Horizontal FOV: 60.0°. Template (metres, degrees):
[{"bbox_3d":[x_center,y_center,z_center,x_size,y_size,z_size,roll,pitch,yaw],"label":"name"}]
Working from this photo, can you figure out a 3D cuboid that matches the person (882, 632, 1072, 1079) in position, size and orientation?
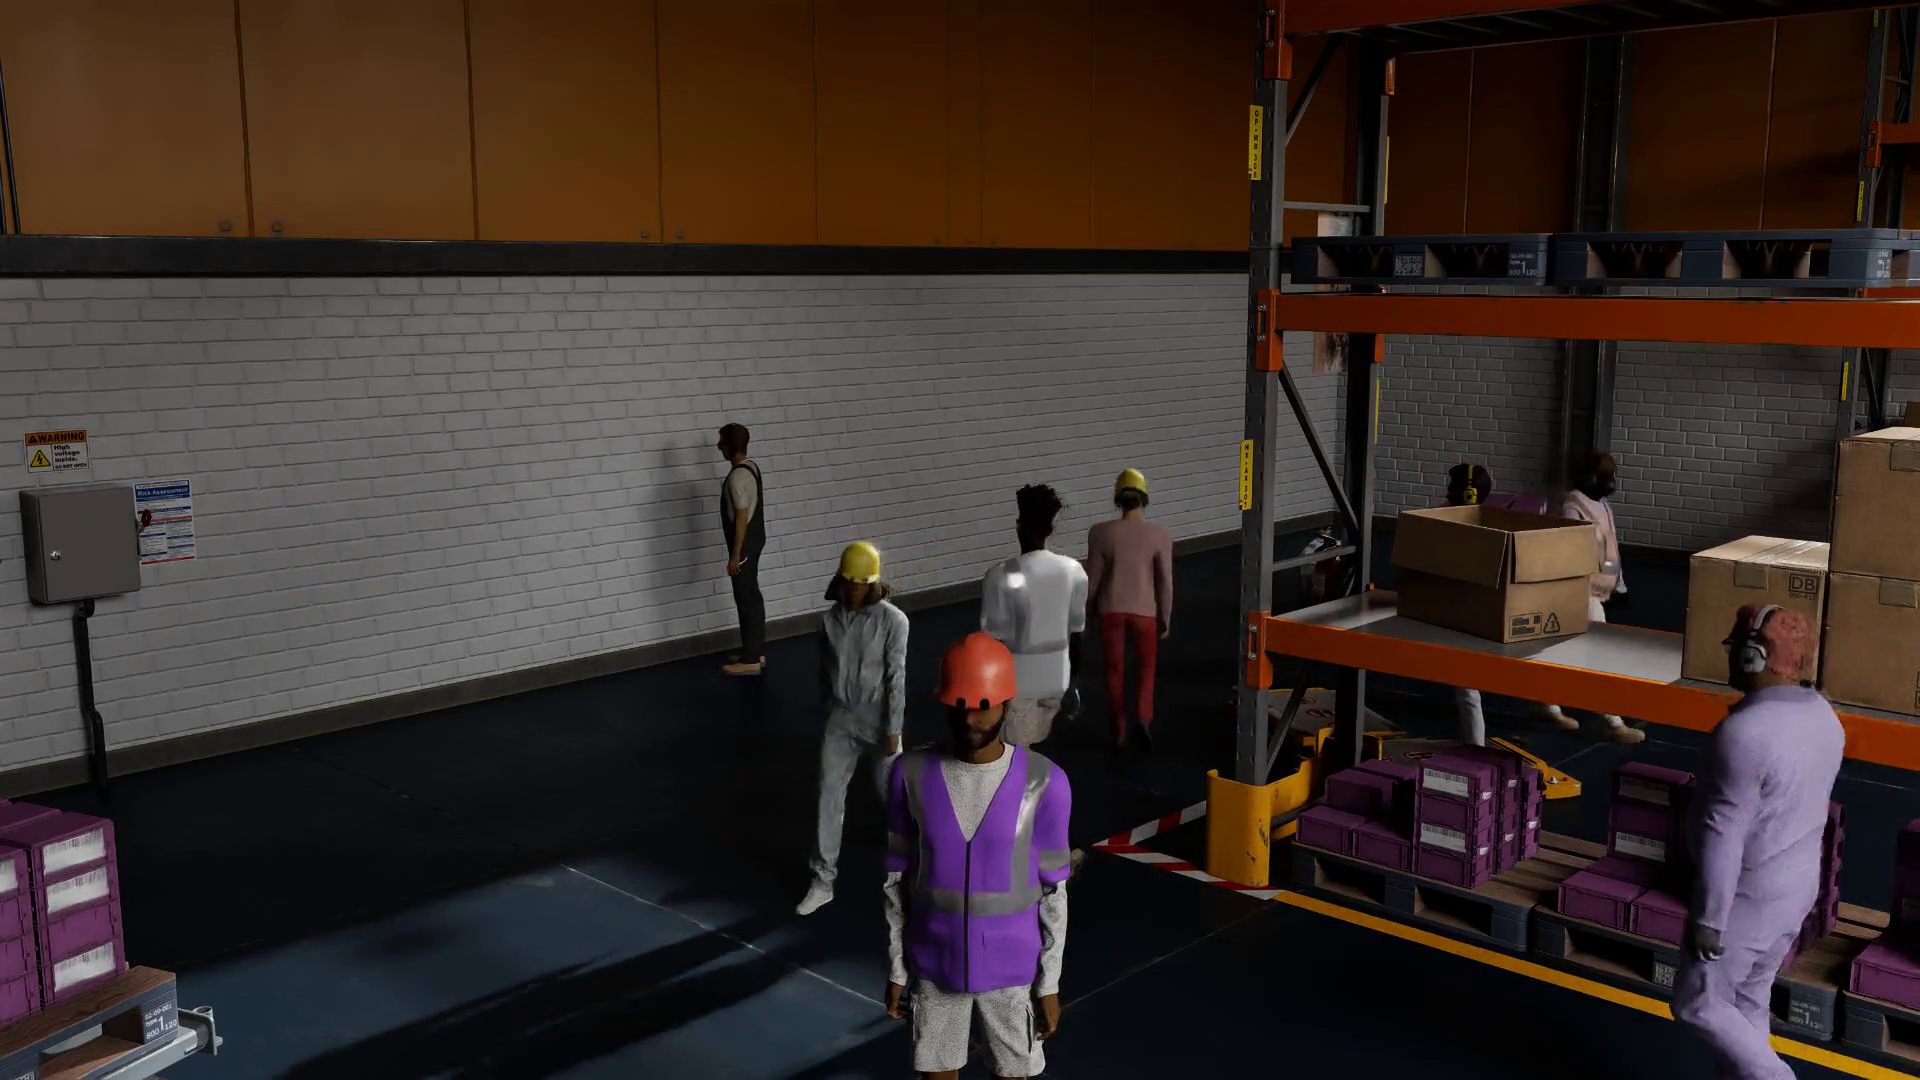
[{"bbox_3d":[0.041,1.214,4.777,0.545,1.942,0.349,2,9,9],"label":"person"}]

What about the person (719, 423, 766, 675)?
[{"bbox_3d":[-1.587,0.065,12.115,0.329,1.842,0.509,1,9,5],"label":"person"}]

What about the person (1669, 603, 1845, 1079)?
[{"bbox_3d":[2.599,1.146,5.356,0.660,1.887,0.551,-8,12,-39],"label":"person"}]

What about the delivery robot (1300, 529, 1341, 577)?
[{"bbox_3d":[3.344,0.148,15.264,0.477,0.478,0.707,3,10,20],"label":"delivery robot"}]

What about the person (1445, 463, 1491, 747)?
[{"bbox_3d":[2.842,0.499,9.377,0.313,1.869,0.538,2,10,14],"label":"person"}]

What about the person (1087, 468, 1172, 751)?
[{"bbox_3d":[1.023,0.442,10.096,0.520,1.751,0.449,1,9,6],"label":"person"}]

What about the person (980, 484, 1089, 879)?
[{"bbox_3d":[0.356,0.690,8.047,0.623,1.925,0.853,-7,12,-37],"label":"person"}]

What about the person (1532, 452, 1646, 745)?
[{"bbox_3d":[4.015,0.356,10.442,0.848,1.811,0.642,6,11,33],"label":"person"}]

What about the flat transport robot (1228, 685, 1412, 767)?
[{"bbox_3d":[2.213,1.143,10.315,0.652,0.197,1.431,-2,9,-10],"label":"flat transport robot"}]

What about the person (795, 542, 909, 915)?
[{"bbox_3d":[-0.446,0.831,7.828,0.484,1.705,0.833,3,10,20],"label":"person"}]

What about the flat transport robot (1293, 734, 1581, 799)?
[{"bbox_3d":[2.673,1.299,9.360,1.431,0.197,0.652,-2,9,-12],"label":"flat transport robot"}]
